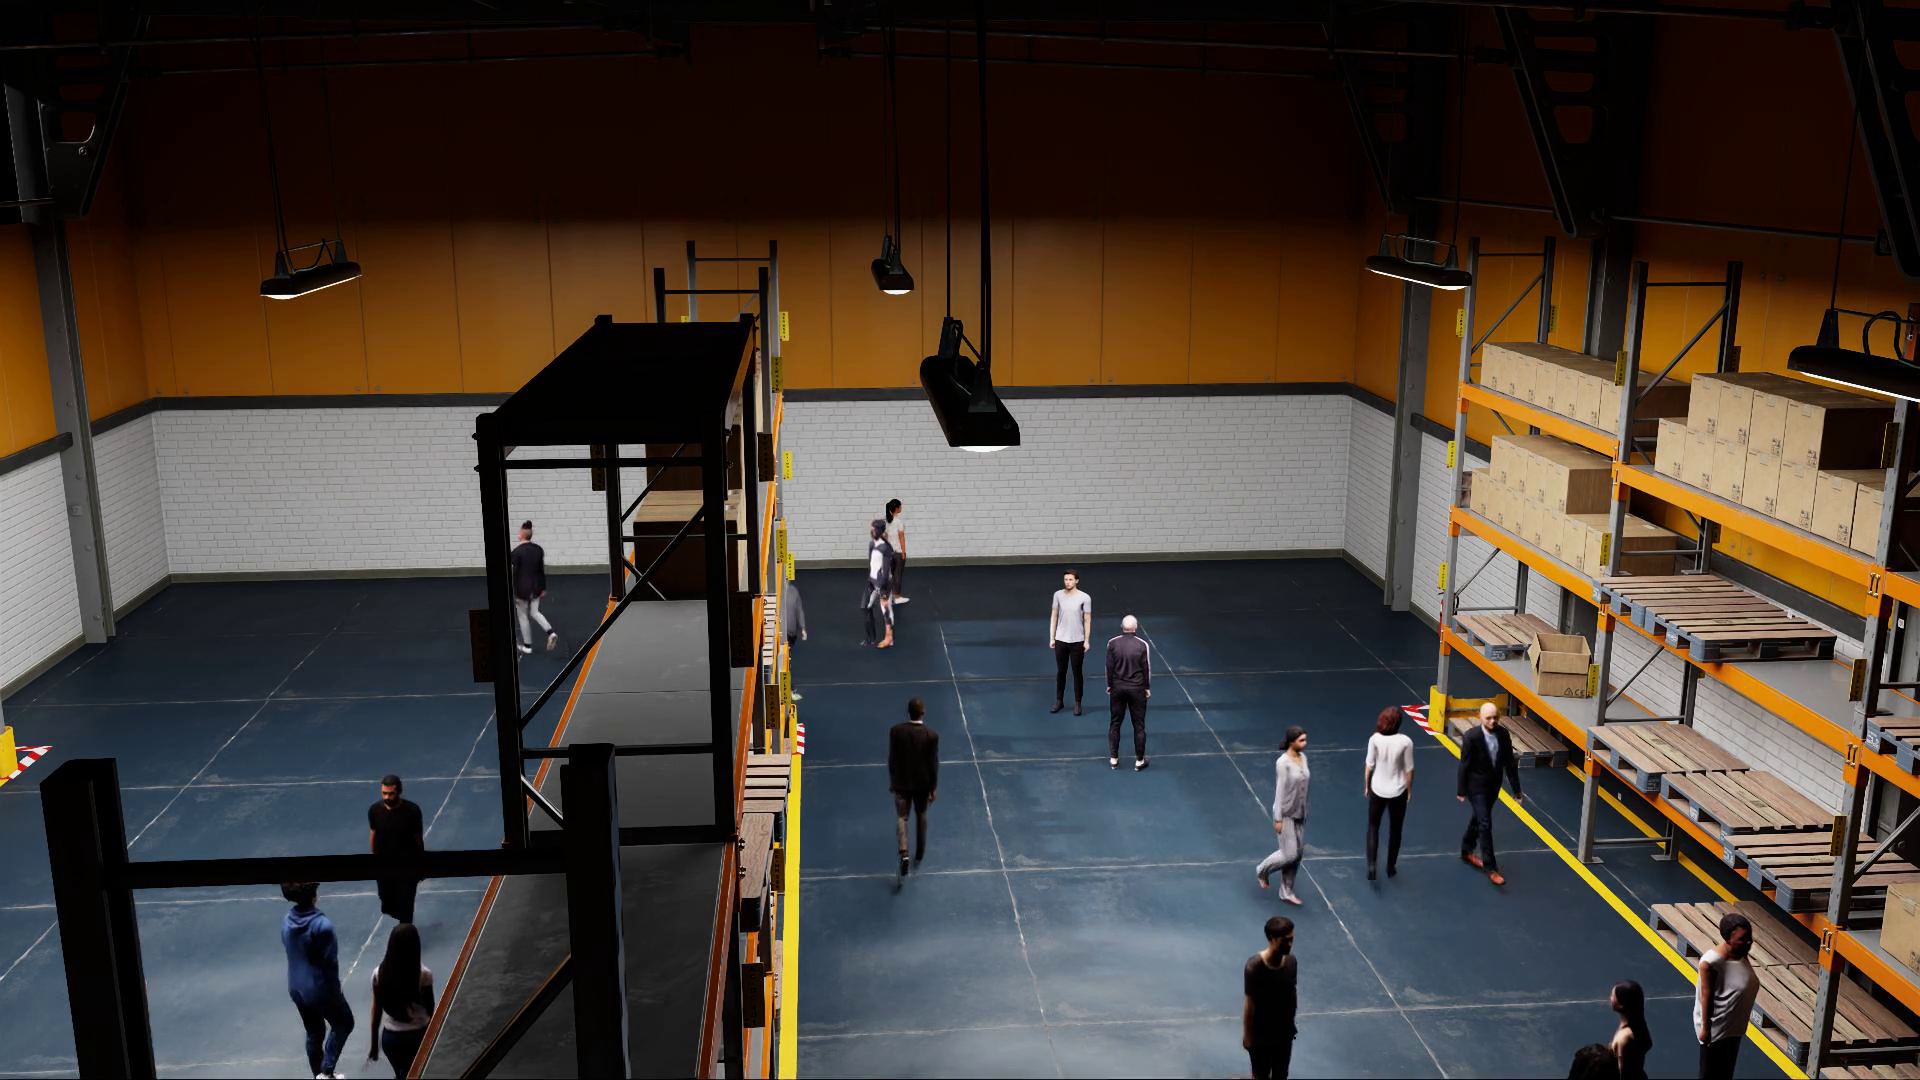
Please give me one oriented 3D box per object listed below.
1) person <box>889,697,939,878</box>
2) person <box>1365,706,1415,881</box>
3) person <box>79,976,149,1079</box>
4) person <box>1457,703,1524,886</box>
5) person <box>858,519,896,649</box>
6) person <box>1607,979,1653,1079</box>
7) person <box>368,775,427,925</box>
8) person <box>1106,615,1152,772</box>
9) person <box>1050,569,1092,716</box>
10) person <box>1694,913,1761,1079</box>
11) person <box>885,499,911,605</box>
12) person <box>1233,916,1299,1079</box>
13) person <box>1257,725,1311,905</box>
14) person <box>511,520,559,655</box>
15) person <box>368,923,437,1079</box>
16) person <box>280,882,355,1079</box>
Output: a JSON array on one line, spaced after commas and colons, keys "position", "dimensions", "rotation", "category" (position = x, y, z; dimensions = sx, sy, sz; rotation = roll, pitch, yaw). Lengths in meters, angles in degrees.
[{"position": [-0.478, 2.442, 16.369], "dimensions": [0.720, 1.777, 1.093], "rotation": [0, 14, 2], "category": "person"}, {"position": [4.155, 2.482, 16.171], "dimensions": [0.769, 1.794, 0.855], "rotation": [5, 14, 19], "category": "person"}, {"position": [-5.912, 3.584, 11.668], "dimensions": [0.839, 1.771, 1.040], "rotation": [-5, 14, -19], "category": "person"}, {"position": [5.132, 2.428, 16.461], "dimensions": [0.882, 1.763, 1.117], "rotation": [-6, 15, -22], "category": "person"}, {"position": [-1.063, 0.615, 23.704], "dimensions": [0.947, 1.877, 0.872], "rotation": [-10, 17, -36], "category": "person"}, {"position": [4.412, 3.738, 11.048], "dimensions": [0.972, 1.763, 0.885], "rotation": [8, 16, 31], "category": "person"}, {"position": [-4.942, 2.858, 14.740], "dimensions": [0.664, 1.737, 0.838], "rotation": [-1, 14, -3], "category": "person"}, {"position": [1.933, 1.746, 19.117], "dimensions": [0.741, 1.837, 0.701], "rotation": [4, 14, 14], "category": "person"}, {"position": [1.396, 1.270, 21.028], "dimensions": [0.743, 1.863, 0.695], "rotation": [4, 14, 18], "category": "person"}, {"position": [5.588, 3.513, 12.137], "dimensions": [0.762, 1.688, 0.785], "rotation": [-10, 17, -37], "category": "person"}, {"position": [-1.016, 0.162, 26.068], "dimensions": [0.718, 1.646, 0.632], "rotation": [-11, 18, -39], "category": "person"}, {"position": [2.213, 3.511, 12.120], "dimensions": [0.789, 1.700, 0.907], "rotation": [-7, 15, -26], "category": "person"}, {"position": [3.055, 2.589, 15.798], "dimensions": [0.809, 1.762, 0.882], "rotation": [-11, 18, -39], "category": "person"}, {"position": [-5.992, 0.687, 23.283], "dimensions": [1.118, 1.936, 1.071], "rotation": [10, 17, 36], "category": "person"}, {"position": [-3.909, 3.585, 11.691], "dimensions": [0.653, 1.759, 0.632], "rotation": [1, 14, 3], "category": "person"}, {"position": [-4.911, 3.374, 12.500], "dimensions": [0.812, 1.789, 0.836], "rotation": [7, 15, 28], "category": "person"}]
